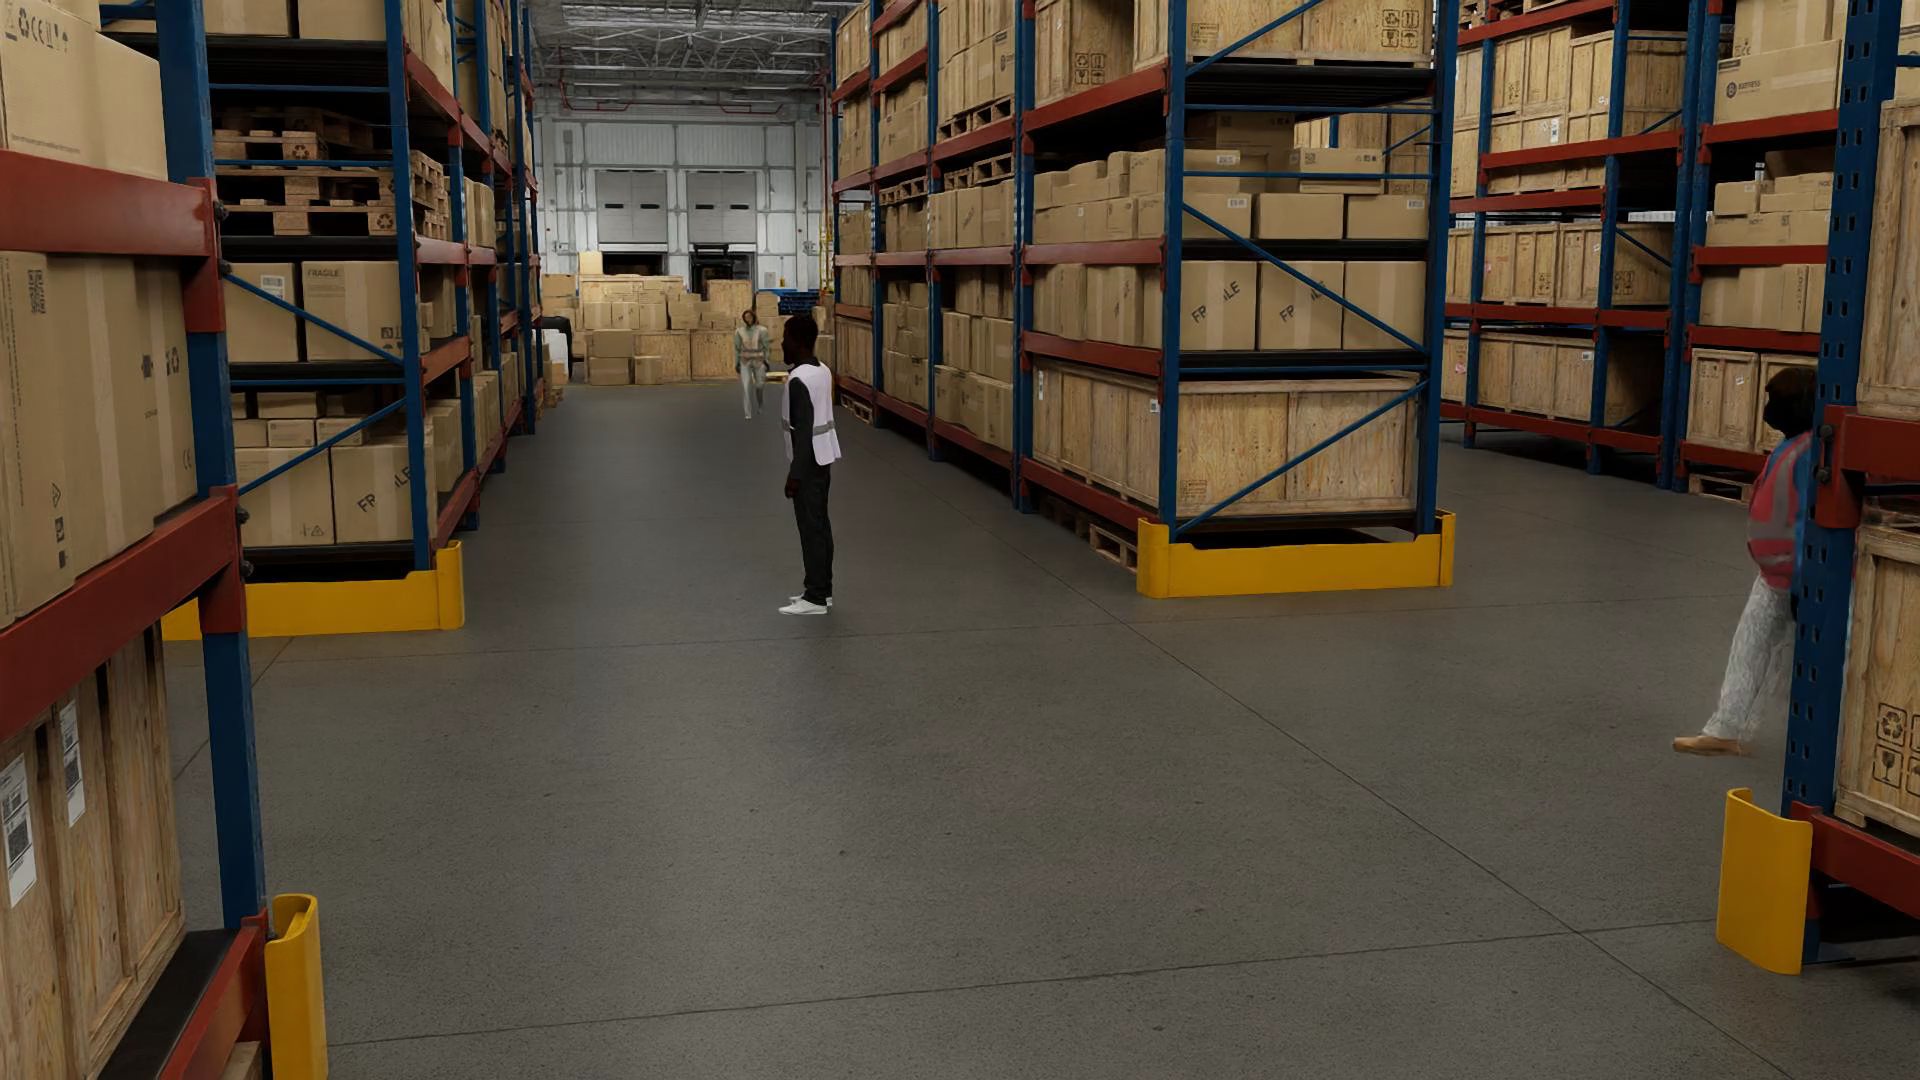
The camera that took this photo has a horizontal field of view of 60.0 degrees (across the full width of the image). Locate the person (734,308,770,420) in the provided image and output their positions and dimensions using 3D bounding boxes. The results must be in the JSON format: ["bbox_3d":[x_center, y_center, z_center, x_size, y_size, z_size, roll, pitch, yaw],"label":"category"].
[{"bbox_3d":[-3.047,-2.576,24.330,0.532,1.624,0.456,-1,9,-5],"label":"person"}]

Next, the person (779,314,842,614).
[{"bbox_3d":[-0.968,-0.478,10.662,0.390,1.920,0.587,1,9,8],"label":"person"}]

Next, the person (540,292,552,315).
[{"bbox_3d":[-14.166,-7.896,56.809,0.529,1.605,0.736,-2,9,-9],"label":"person"}]

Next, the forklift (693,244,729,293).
[{"bbox_3d":[-6.612,-6.479,44.317,1.129,2.768,1.873,-2,10,-12],"label":"forklift"}]

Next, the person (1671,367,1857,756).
[{"bbox_3d":[3.780,0.137,7.328,0.986,1.797,0.634,2,10,14],"label":"person"}]

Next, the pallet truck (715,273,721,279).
[{"bbox_3d":[-8.580,-8.986,62.280,1.885,1.965,0.823,1,9,5],"label":"pallet truck"}]
